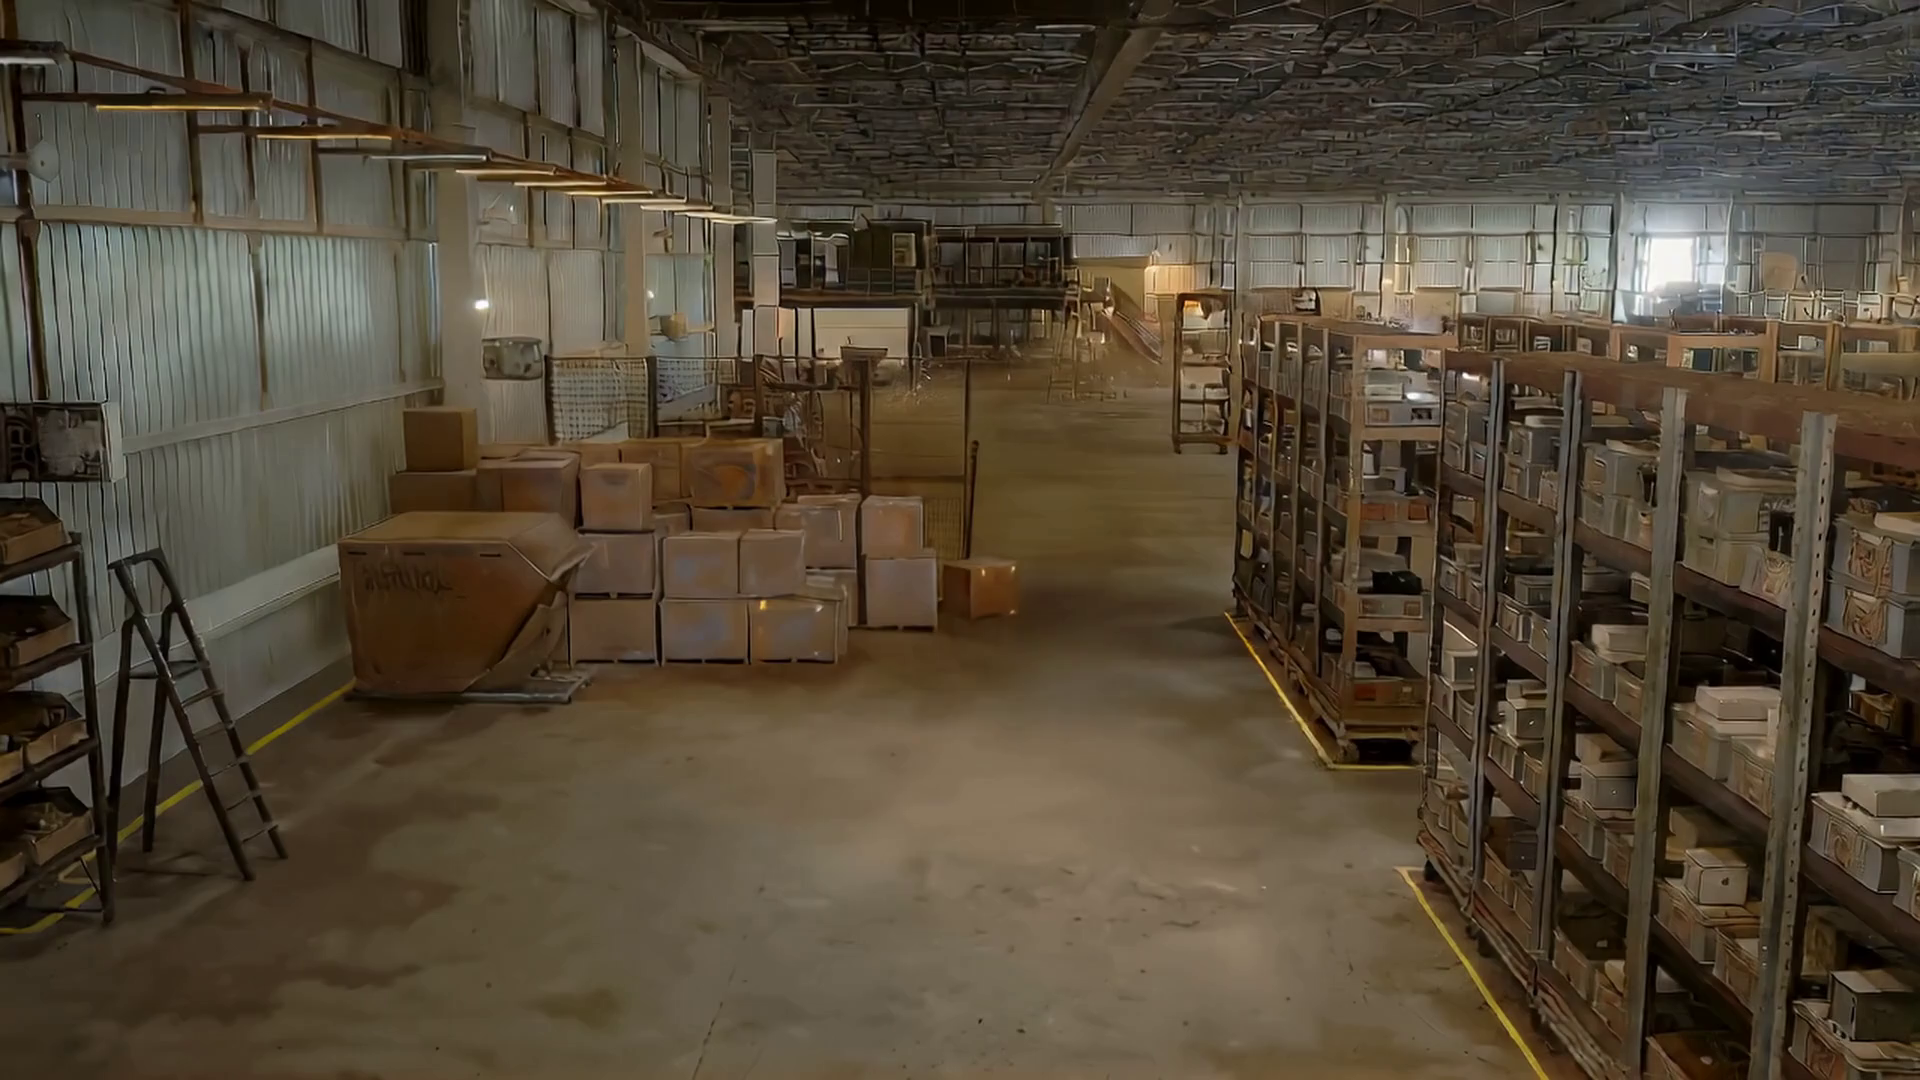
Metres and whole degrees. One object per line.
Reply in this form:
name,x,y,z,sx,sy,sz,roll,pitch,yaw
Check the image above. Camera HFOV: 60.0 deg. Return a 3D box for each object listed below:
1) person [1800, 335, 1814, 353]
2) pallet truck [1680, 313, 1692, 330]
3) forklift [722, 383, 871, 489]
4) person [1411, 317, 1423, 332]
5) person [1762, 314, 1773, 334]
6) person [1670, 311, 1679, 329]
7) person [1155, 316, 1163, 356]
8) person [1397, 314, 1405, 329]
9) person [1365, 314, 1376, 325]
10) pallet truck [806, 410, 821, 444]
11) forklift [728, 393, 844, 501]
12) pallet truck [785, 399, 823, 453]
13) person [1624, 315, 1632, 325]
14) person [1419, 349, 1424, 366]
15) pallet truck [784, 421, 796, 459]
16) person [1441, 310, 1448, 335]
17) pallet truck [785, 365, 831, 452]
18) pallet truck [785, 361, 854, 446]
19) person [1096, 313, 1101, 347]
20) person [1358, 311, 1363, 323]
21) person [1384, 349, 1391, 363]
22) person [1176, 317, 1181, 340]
person,29.884,-6.392,58.662,0.631,2.025,0.610,-1,9,-5
pallet truck,36.315,-10.531,84.244,0.823,1.965,1.885,-6,11,-33
forklift,-2.893,-1.687,28.729,2.680,1.987,1.157,0,9,-1
person,21.779,-9.692,79.416,0.875,1.897,0.596,-7,11,-36
person,38.483,-9.711,79.051,0.538,2.000,0.681,-8,12,-39
person,38.523,-11.353,89.558,0.380,1.918,0.585,-7,11,-36
person,9.553,-9.831,80.112,0.368,1.933,0.552,-4,10,-23
person,22.698,-10.738,85.881,0.572,1.880,1.003,-7,11,-36
person,20.911,-10.524,84.408,0.652,1.920,0.718,-5,10,-28
pallet truck,-3.559,-2.018,33.905,1.522,1.261,0.704,0,9,-1
forklift,-2.979,-1.316,26.476,2.680,1.987,1.157,0,9,1
pallet truck,-3.814,-2.432,36.419,1.630,1.274,0.653,0,9,1
person,33.295,-10.254,82.886,0.355,1.883,0.572,-1,9,-4
person,15.224,-5.753,55.155,1.005,1.877,0.554,5,10,29
pallet truck,-4.013,-1.793,32.705,1.601,1.201,0.680,0,9,1
person,27.332,-11.974,93.542,0.540,1.865,0.598,6,11,32
pallet truck,-3.774,-2.976,37.635,1.885,1.965,0.823,1,9,5
pallet truck,-3.410,-3.193,38.978,1.885,1.965,0.823,0,9,-1
person,7.379,-11.254,89.213,0.537,1.825,0.570,-2,9,-13
person,22.645,-11.986,93.755,0.933,1.835,0.548,4,10,24
person,14.200,-5.833,55.815,0.528,1.814,0.609,-4,10,-21
person,13.036,-12.819,98.471,0.435,1.967,0.623,-4,10,-22
